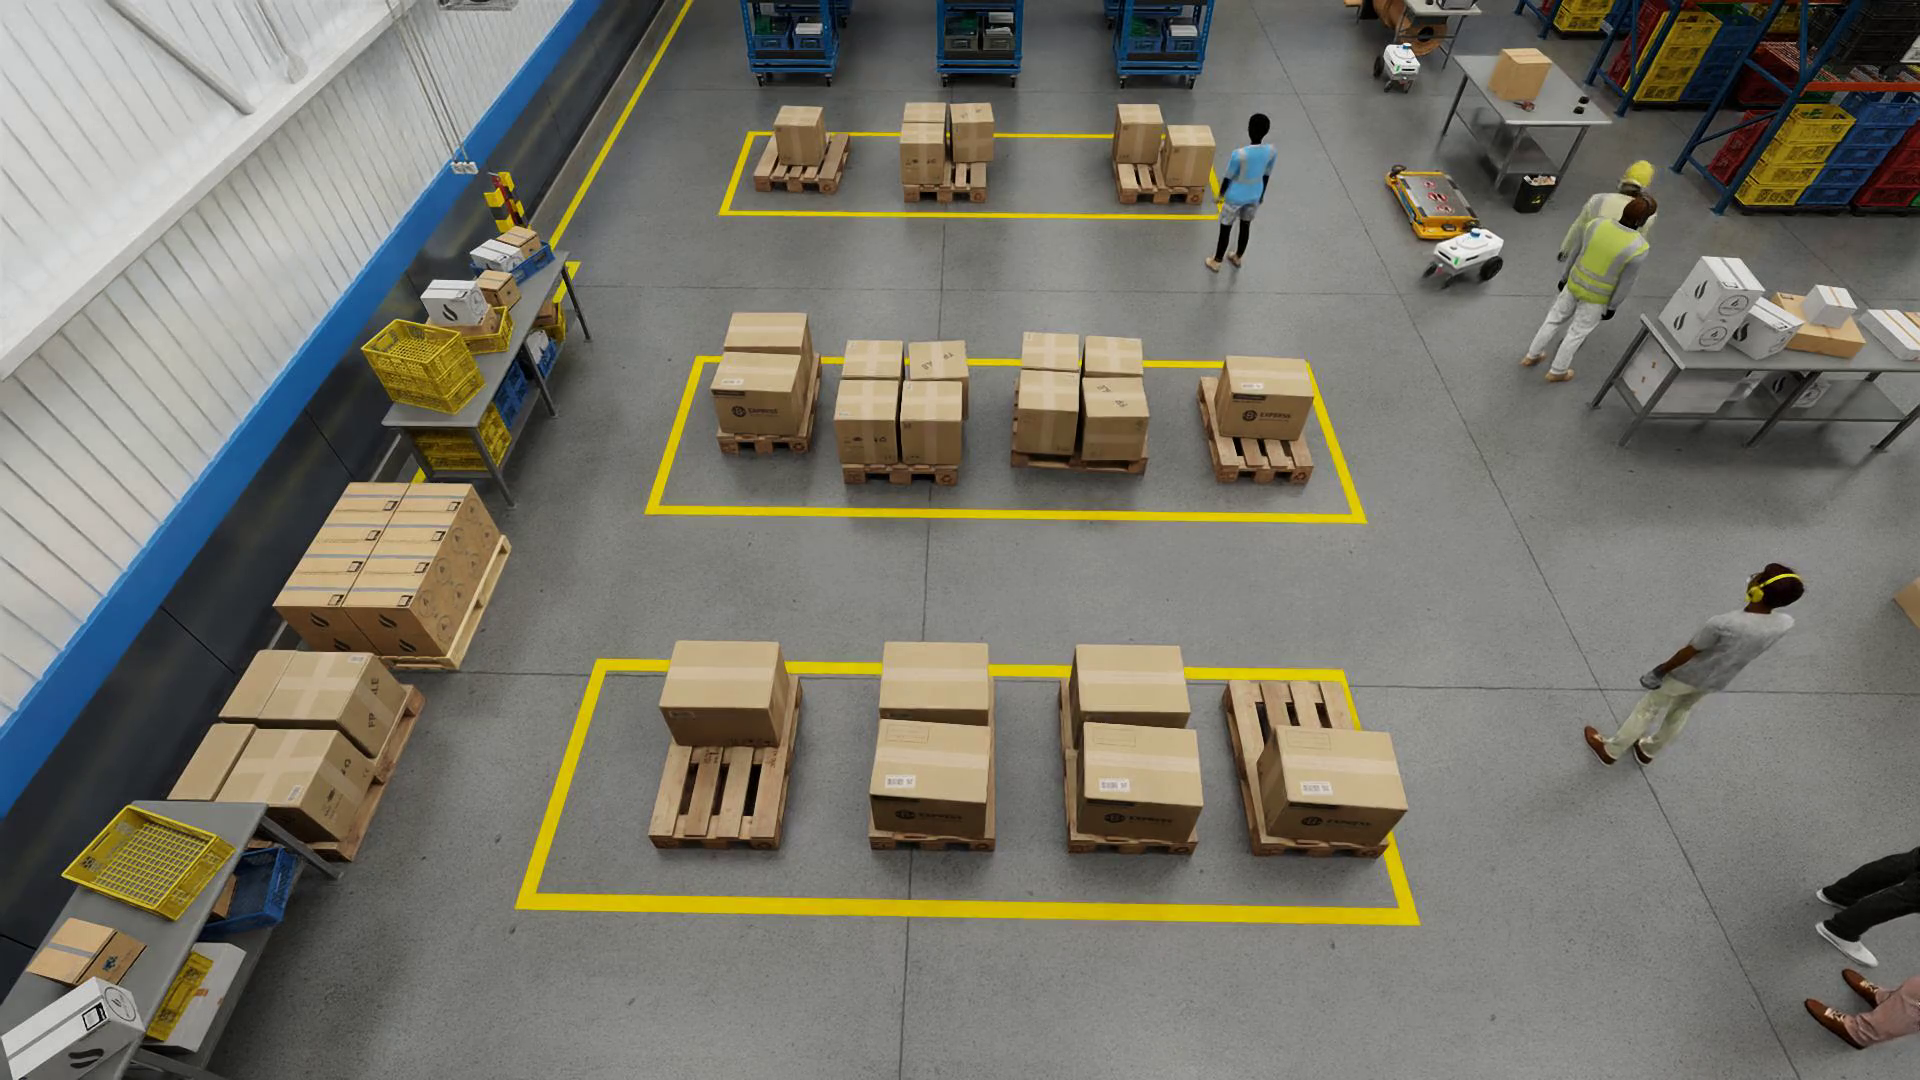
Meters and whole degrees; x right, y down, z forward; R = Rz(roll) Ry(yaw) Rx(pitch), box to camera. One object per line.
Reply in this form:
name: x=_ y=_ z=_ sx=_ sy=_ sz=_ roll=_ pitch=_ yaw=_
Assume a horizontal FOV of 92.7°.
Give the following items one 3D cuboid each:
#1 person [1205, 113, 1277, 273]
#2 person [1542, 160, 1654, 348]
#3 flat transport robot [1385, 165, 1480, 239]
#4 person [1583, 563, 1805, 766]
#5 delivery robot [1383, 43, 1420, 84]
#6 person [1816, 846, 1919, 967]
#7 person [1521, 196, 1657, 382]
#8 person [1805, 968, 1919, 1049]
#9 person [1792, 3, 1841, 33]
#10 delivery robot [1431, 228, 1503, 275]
person: x=3.007 y=-3.666 z=9.753 sx=0.541 sy=1.695 sz=0.318 roll=-15 pitch=51 yaw=-12
person: x=6.163 y=-2.736 z=8.889 sx=0.682 sy=1.801 sz=0.474 roll=36 pitch=58 yaw=27
flat transport robot: x=5.692 y=-4.094 z=11.059 sx=0.652 sy=0.197 sz=1.431 roll=1 pitch=49 yaw=1
person: x=4.603 y=0.834 z=5.755 sx=0.510 sy=1.859 sz=0.348 roll=-2 pitch=49 yaw=-1
delivery robot: x=6.383 y=-6.916 z=13.255 sx=0.477 sy=0.478 sz=0.707 roll=2 pitch=49 yaw=2
person: x=5.436 y=1.717 z=4.947 sx=0.394 sy=1.919 sz=0.590 roll=30 pitch=56 yaw=24
person: x=5.838 y=-2.307 z=8.480 sx=0.429 sy=1.842 sz=0.633 roll=-20 pitch=52 yaw=-16
person: x=5.167 y=2.117 z=4.614 sx=0.642 sy=1.901 sz=0.404 roll=-21 pitch=52 yaw=-17
person: x=12.963 y=-8.189 z=13.567 sx=0.791 sy=1.859 sz=0.586 roll=-25 pitch=54 yaw=-20
delivery robot: x=5.541 y=-3.163 z=10.006 sx=0.707 sy=0.478 sz=0.477 roll=-20 pitch=52 yaw=-17
